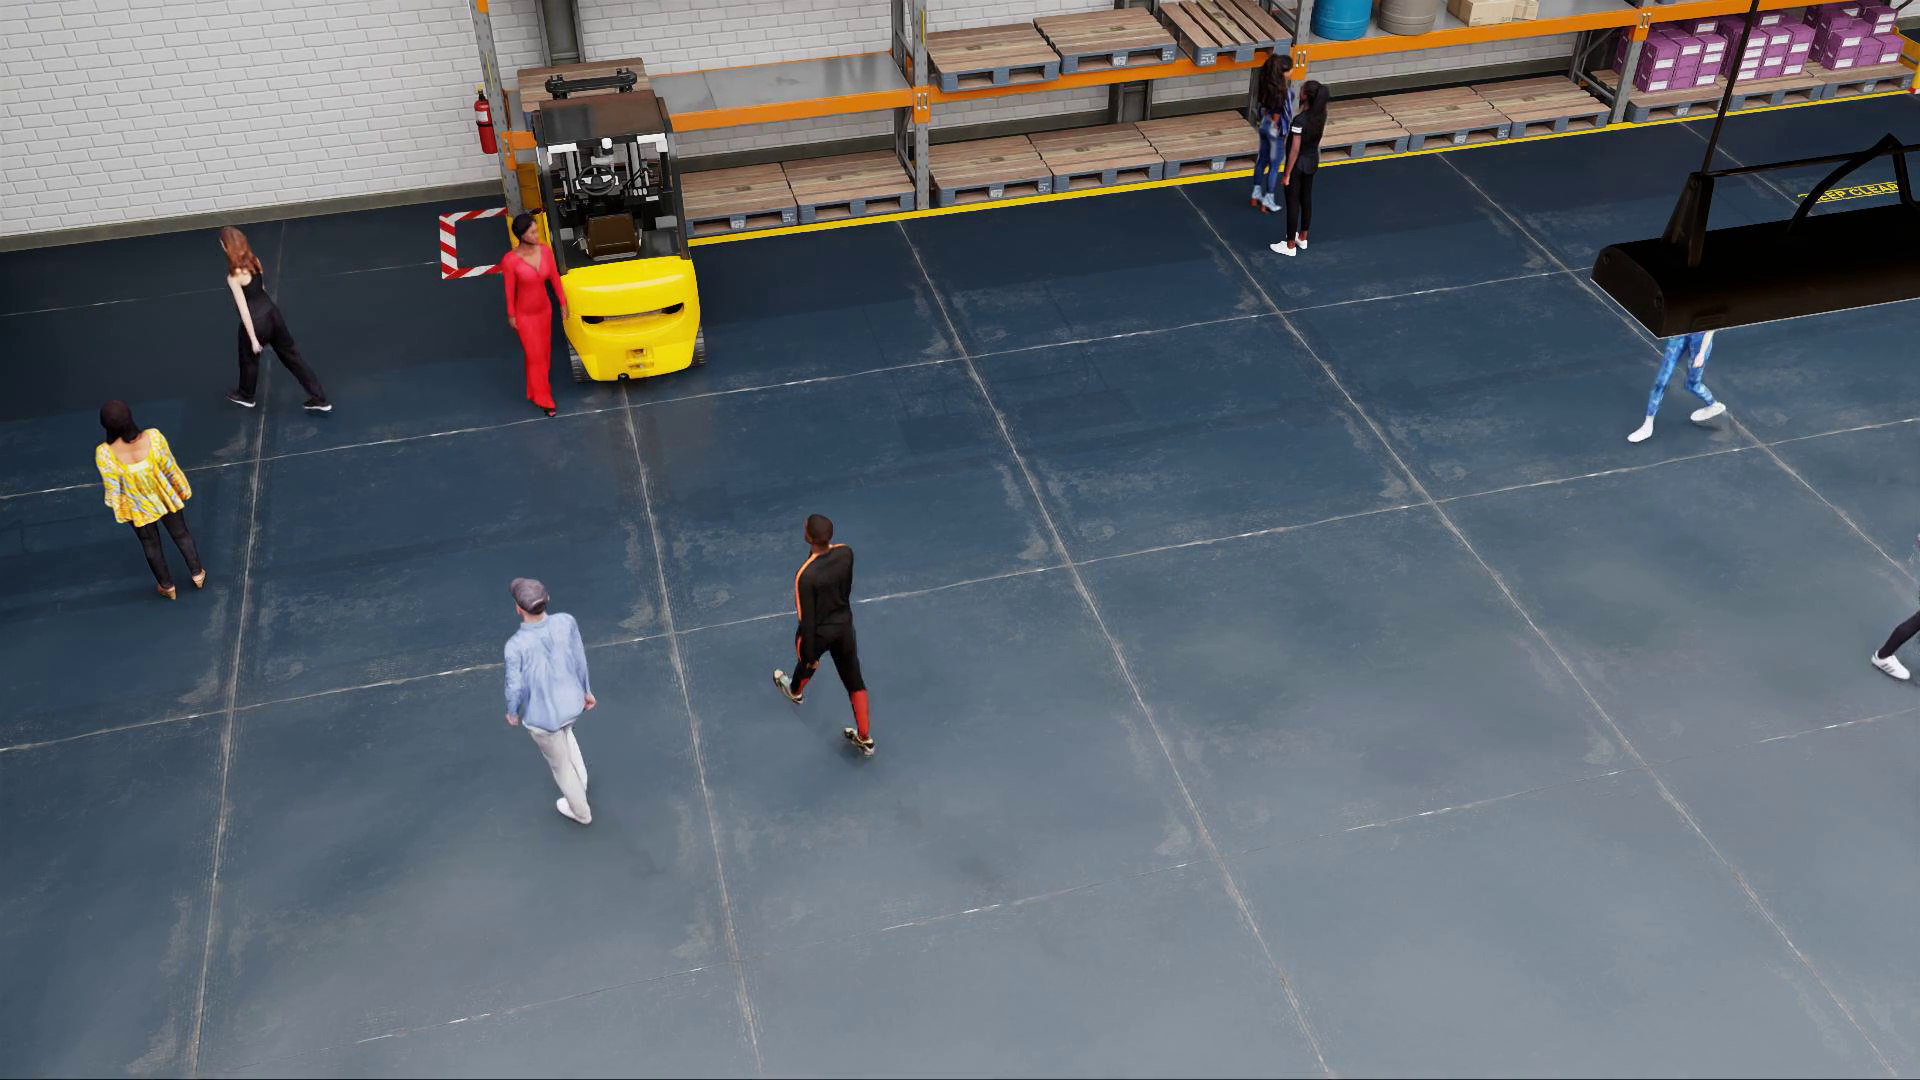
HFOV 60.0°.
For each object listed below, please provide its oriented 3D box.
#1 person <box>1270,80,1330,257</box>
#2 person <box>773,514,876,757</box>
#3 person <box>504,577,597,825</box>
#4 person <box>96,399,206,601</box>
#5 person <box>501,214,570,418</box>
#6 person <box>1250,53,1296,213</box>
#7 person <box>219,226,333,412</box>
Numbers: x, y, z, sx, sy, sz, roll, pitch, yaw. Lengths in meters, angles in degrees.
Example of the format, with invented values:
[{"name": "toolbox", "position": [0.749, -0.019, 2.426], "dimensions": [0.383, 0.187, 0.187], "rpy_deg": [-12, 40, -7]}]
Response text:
[{"name": "person", "position": [3.241, -3.545, 15.813], "dimensions": [0.652, 1.729, 0.762], "rpy_deg": [-31, 48, -33]}, {"name": "person", "position": [-0.774, 0.629, 10.567], "dimensions": [1.232, 1.753, 1.050], "rpy_deg": [-28, 46, -30]}, {"name": "person", "position": [-2.398, 1.028, 9.972], "dimensions": [0.877, 1.873, 0.809], "rpy_deg": [27, 46, 30]}, {"name": "person", "position": [-5.743, -0.285, 11.790], "dimensions": [0.826, 1.655, 0.902], "rpy_deg": [-26, 46, -29]}, {"name": "person", "position": [-3.565, -1.899, 13.734], "dimensions": [0.893, 1.762, 0.861], "rpy_deg": [32, 48, 33]}, {"name": "person", "position": [3.117, -4.058, 16.544], "dimensions": [0.619, 1.619, 0.662], "rpy_deg": [-18, 42, -21]}, {"name": "person", "position": [-5.611, -1.740, 13.581], "dimensions": [1.239, 1.693, 0.998], "rpy_deg": [9, 40, 11]}]
